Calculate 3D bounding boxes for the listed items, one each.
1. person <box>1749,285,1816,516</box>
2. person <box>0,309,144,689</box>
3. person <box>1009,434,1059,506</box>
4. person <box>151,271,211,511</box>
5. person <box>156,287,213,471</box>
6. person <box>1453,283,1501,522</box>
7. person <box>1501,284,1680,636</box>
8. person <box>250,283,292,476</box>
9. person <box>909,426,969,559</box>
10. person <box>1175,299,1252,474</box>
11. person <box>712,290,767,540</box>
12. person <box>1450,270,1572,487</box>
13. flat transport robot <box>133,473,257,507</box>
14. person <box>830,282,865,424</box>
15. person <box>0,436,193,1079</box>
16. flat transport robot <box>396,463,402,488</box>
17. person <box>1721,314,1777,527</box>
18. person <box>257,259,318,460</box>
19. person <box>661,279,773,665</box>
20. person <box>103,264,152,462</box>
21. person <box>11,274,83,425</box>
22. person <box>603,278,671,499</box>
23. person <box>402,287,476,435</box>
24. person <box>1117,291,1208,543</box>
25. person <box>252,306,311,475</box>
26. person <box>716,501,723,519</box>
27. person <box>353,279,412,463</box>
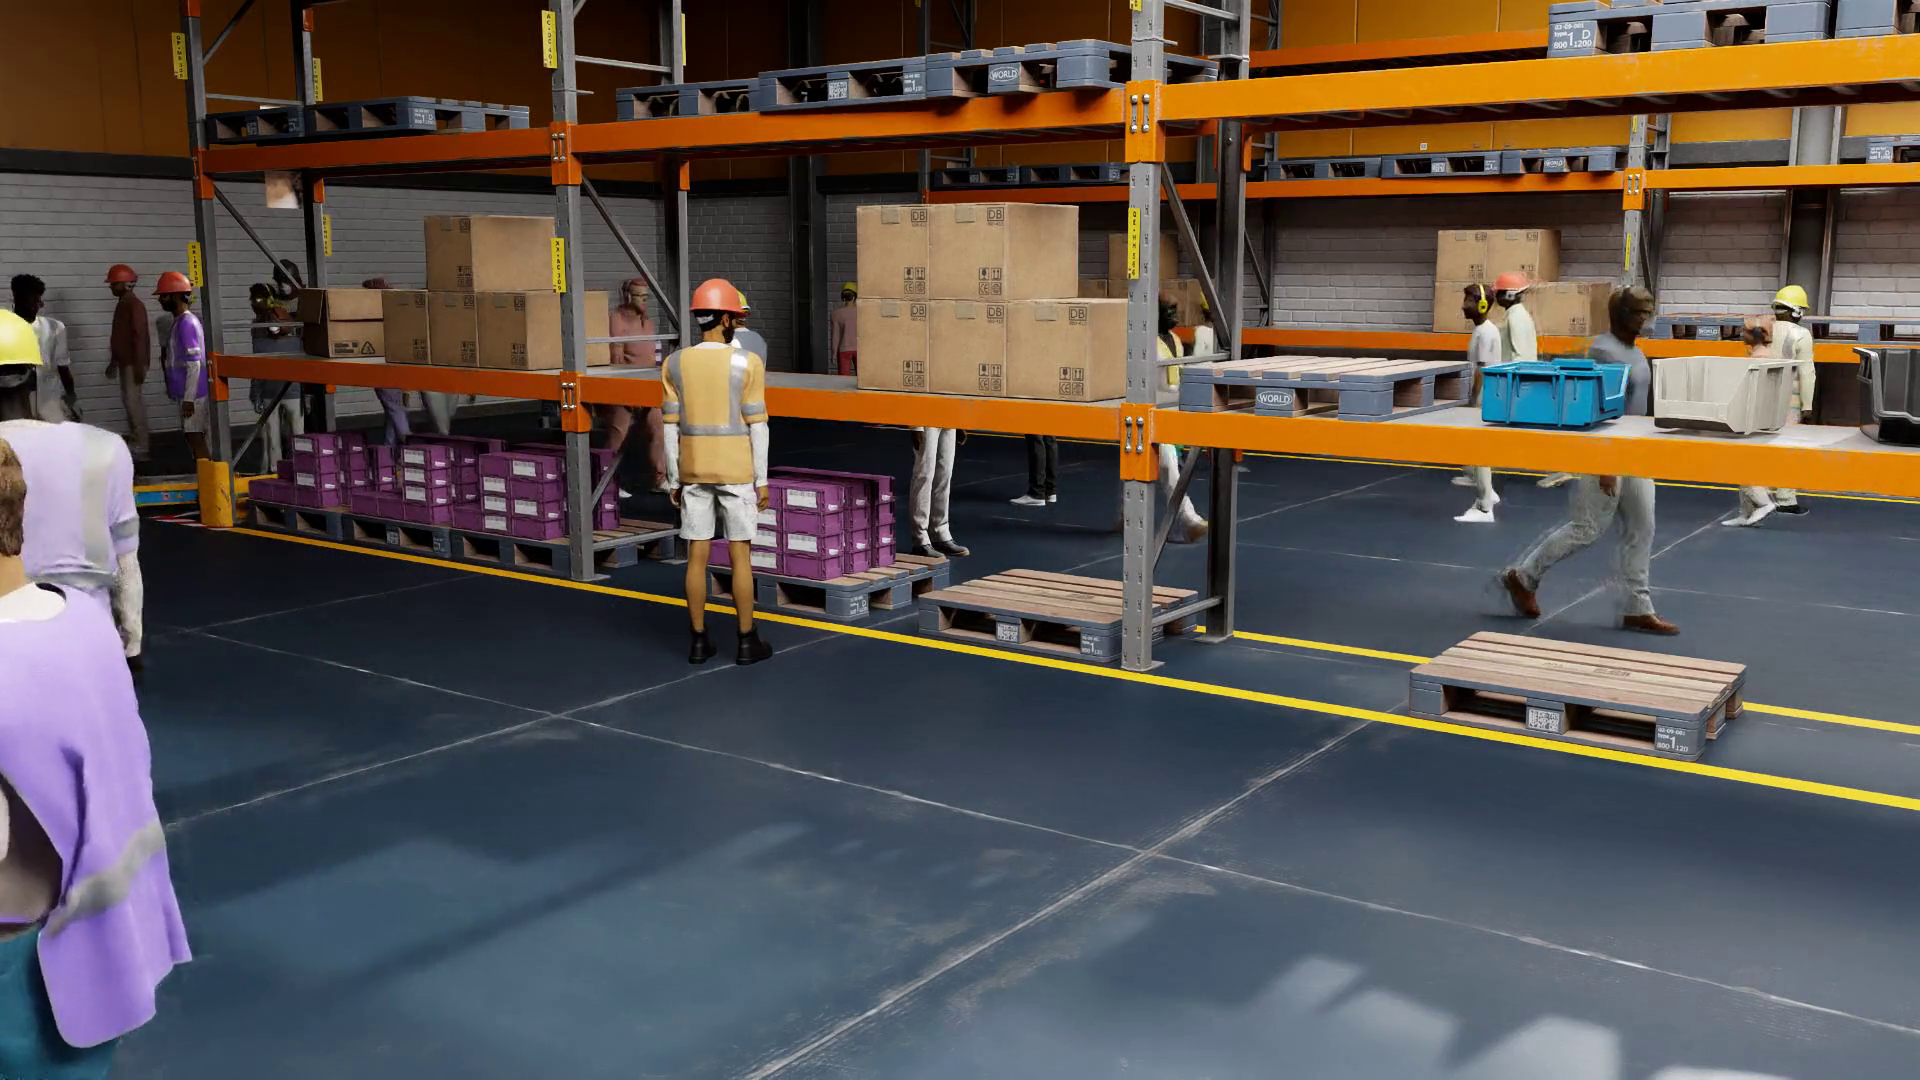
[{"bbox_3d":[6.560,-1.106,13.250,0.404,1.831,0.588,-4,10,-21],"label":"person"},{"bbox_3d":[-2.557,0.312,4.621,0.581,1.899,0.837,-6,11,-32],"label":"person"},{"bbox_3d":[0.644,-1.237,13.789,0.391,1.913,0.588,5,11,30],"label":"person"},{"bbox_3d":[-6.297,-1.201,13.497,0.375,1.935,0.551,-5,11,-26],"label":"person"},{"bbox_3d":[-7.082,-1.469,15.361,0.549,1.844,0.465,-2,10,-13],"label":"person"},{"bbox_3d":[3.990,-1.047,12.853,0.418,1.855,0.527,1,10,9],"label":"person"},{"bbox_3d":[3.496,-0.447,9.115,0.881,1.911,0.633,9,13,43],"label":"person"},{"bbox_3d":[-6.184,-1.415,15.100,0.529,1.840,0.904,6,11,31],"label":"person"},{"bbox_3d":[-0.157,-0.795,11.243,0.356,1.883,0.574,6,11,33],"label":"person"},{"bbox_3d":[2.380,-1.509,15.984,0.918,1.720,0.541,6,11,30],"label":"person"},{"bbox_3d":[-1.603,-0.872,11.851,0.403,1.830,0.601,4,10,22],"label":"person"},{"bbox_3d":[4.999,-1.422,14.819,1.023,1.948,0.636,4,10,23],"label":"person"},{"bbox_3d":[-6.543,-0.399,13.675,1.431,0.197,0.652,-4,10,-24],"label":"flat transport robot"},{"bbox_3d":[-1.360,-2.326,20.731,0.523,1.761,0.328,-3,10,-15],"label":"person"},{"bbox_3d":[-1.350,0.709,2.523,0.802,1.809,0.572,-2,10,-9],"label":"person"},{"bbox_3d":[-5.231,-0.510,14.335,1.431,0.197,0.652,-7,12,-36],"label":"flat transport robot"},{"bbox_3d":[5.954,-0.886,12.546,0.375,1.624,0.536,4,10,21],"label":"person"},{"bbox_3d":[-6.469,-1.689,16.098,0.681,2.000,0.538,-1,10,-6],"label":"person"},{"bbox_3d":[-1.209,-0.332,8.342,0.543,1.932,0.376,2,10,11],"label":"person"},{"bbox_3d":[-8.407,-1.789,16.837,0.400,1.990,0.624,-8,12,-40],"label":"person"},{"bbox_3d":[-7.057,-1.050,12.647,0.855,1.910,0.725,9,13,44],"label":"person"},{"bbox_3d":[-2.715,-1.269,14.102,0.818,1.871,0.712,4,10,23],"label":"person"},{"bbox_3d":[-4.631,-1.378,14.754,1.035,1.885,0.630,9,13,43],"label":"person"},{"bbox_3d":[1.517,-0.882,12.007,0.927,1.794,0.654,6,11,32],"label":"person"},{"bbox_3d":[-5.892,-1.212,14.465,0.498,1.634,0.280,0,10,-2],"label":"person"},{"bbox_3d":[-1.892,-1.013,13.093,0.317,1.695,0.540,-5,11,-26],"label":"person"},{"bbox_3d":[-5.778,-1.694,16.726,1.002,1.842,0.646,5,11,29],"label":"person"}]
